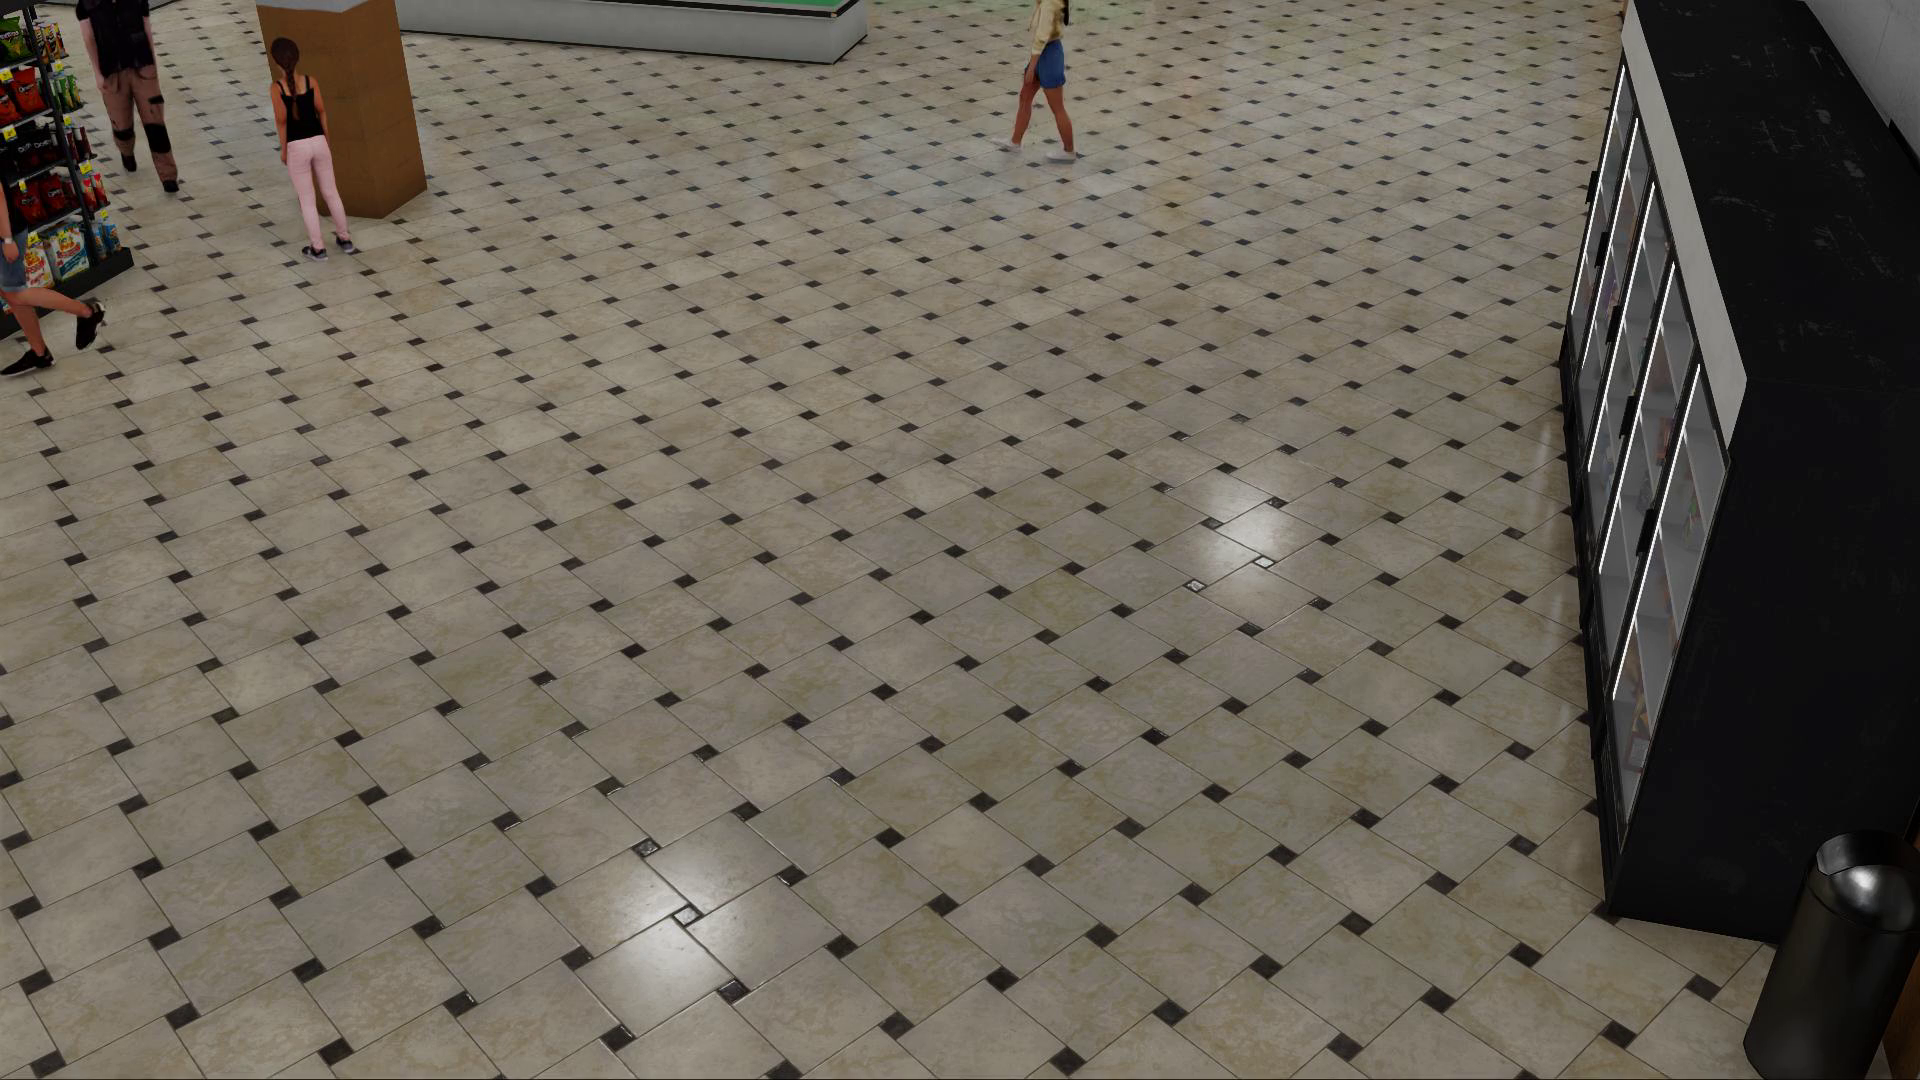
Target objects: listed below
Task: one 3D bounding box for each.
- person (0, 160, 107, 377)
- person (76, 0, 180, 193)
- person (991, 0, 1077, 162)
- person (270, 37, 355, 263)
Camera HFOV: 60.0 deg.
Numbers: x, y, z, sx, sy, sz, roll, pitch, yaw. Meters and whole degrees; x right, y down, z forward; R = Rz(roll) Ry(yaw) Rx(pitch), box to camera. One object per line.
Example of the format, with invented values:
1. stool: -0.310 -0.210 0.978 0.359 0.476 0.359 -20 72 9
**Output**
1. person: -5.728 -1.899 10.091 0.999 1.817 1.003 27 41 36
2. person: -6.480 -3.640 12.899 1.144 1.808 1.192 -17 36 -25
3. person: 0.791 -3.829 13.398 0.986 1.601 0.760 3 32 5
4. person: -4.590 -2.746 11.693 0.614 1.564 0.643 -26 40 -35
